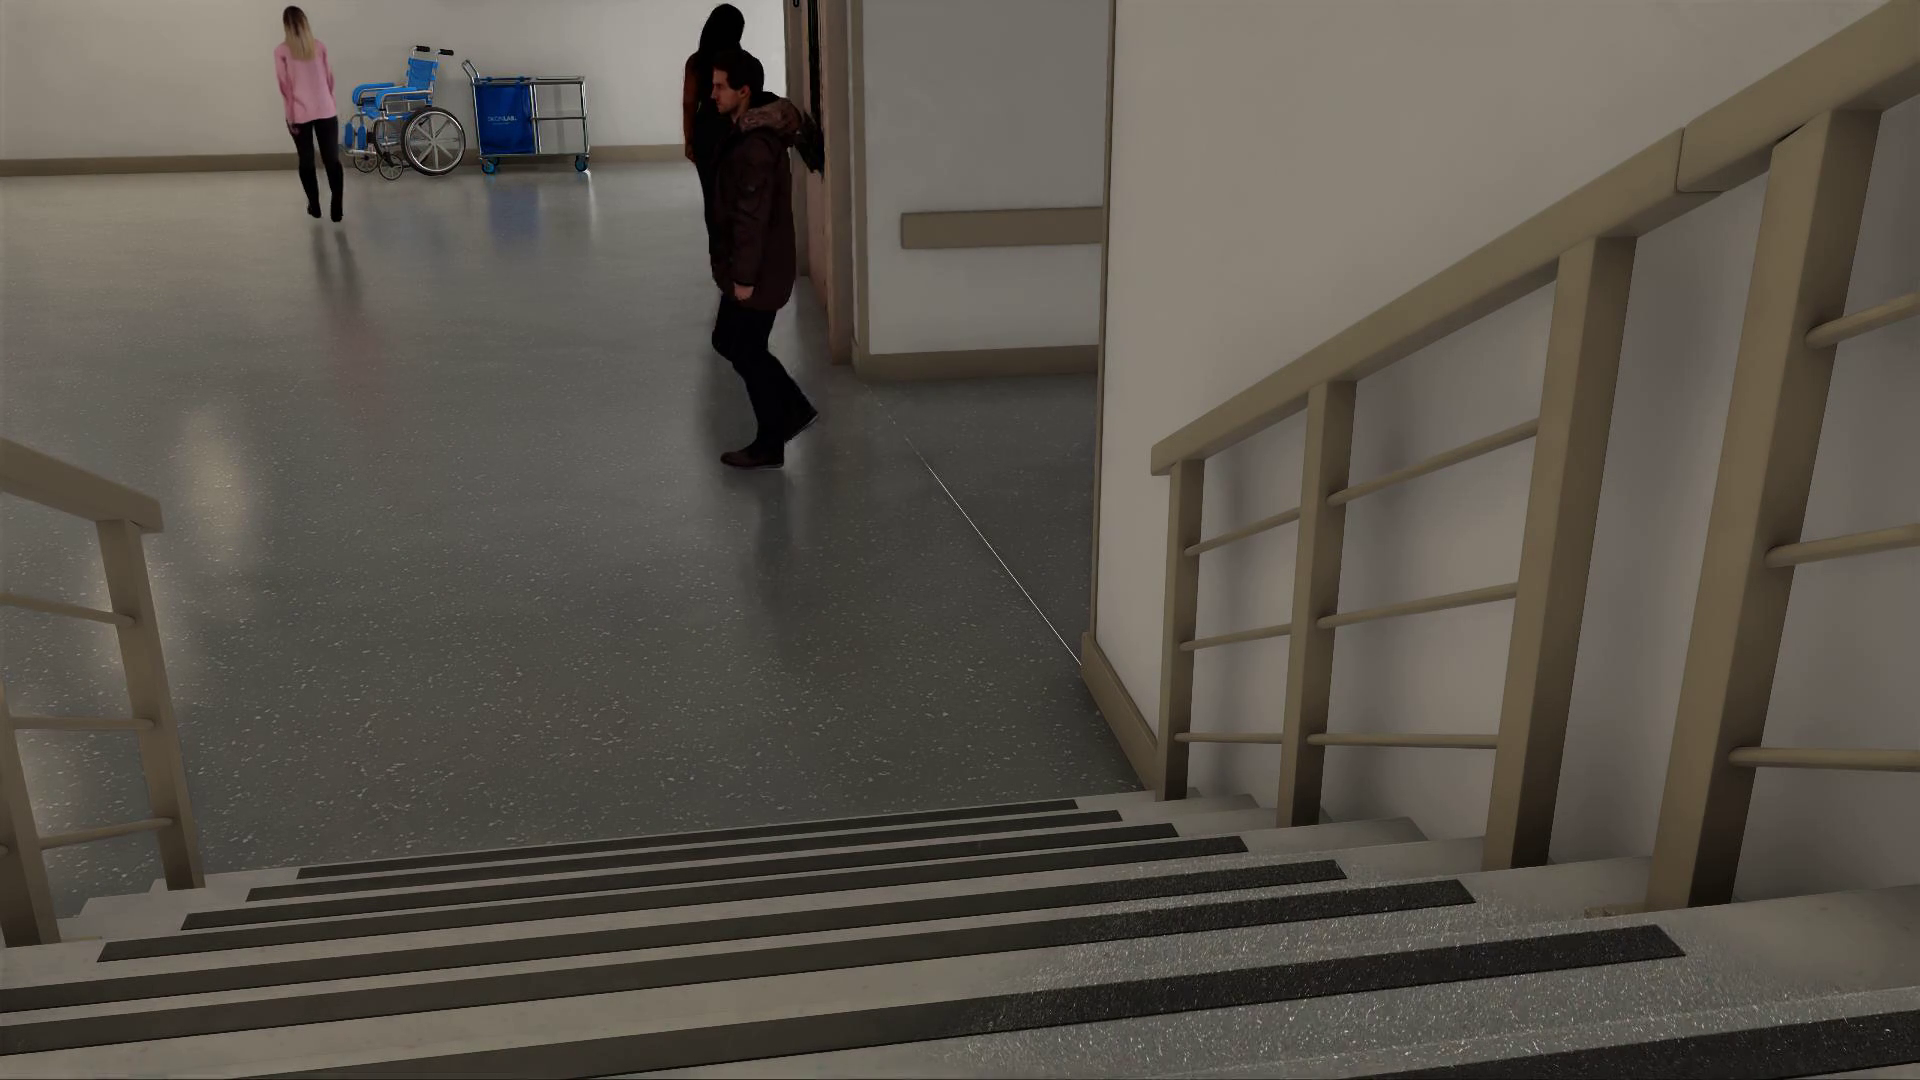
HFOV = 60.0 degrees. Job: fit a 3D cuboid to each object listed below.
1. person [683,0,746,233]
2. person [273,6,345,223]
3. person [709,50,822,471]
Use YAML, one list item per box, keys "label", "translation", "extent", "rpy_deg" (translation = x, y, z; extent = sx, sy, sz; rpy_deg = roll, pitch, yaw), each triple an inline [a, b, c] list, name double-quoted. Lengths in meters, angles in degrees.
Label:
- label: "person"
  translation: [-1.592, -2.629, 11.132]
  extent: [0.771, 1.782, 0.924]
  rpy_deg: [-1, 21, -2]
- label: "person"
  translation: [-5.124, -3.349, 13.202]
  extent: [0.840, 1.662, 1.143]
  rpy_deg: [-11, 24, -27]
- label: "person"
  translation: [-0.815, -1.192, 7.274]
  extent: [0.814, 1.827, 0.626]
  rpy_deg: [-3, 21, -7]
